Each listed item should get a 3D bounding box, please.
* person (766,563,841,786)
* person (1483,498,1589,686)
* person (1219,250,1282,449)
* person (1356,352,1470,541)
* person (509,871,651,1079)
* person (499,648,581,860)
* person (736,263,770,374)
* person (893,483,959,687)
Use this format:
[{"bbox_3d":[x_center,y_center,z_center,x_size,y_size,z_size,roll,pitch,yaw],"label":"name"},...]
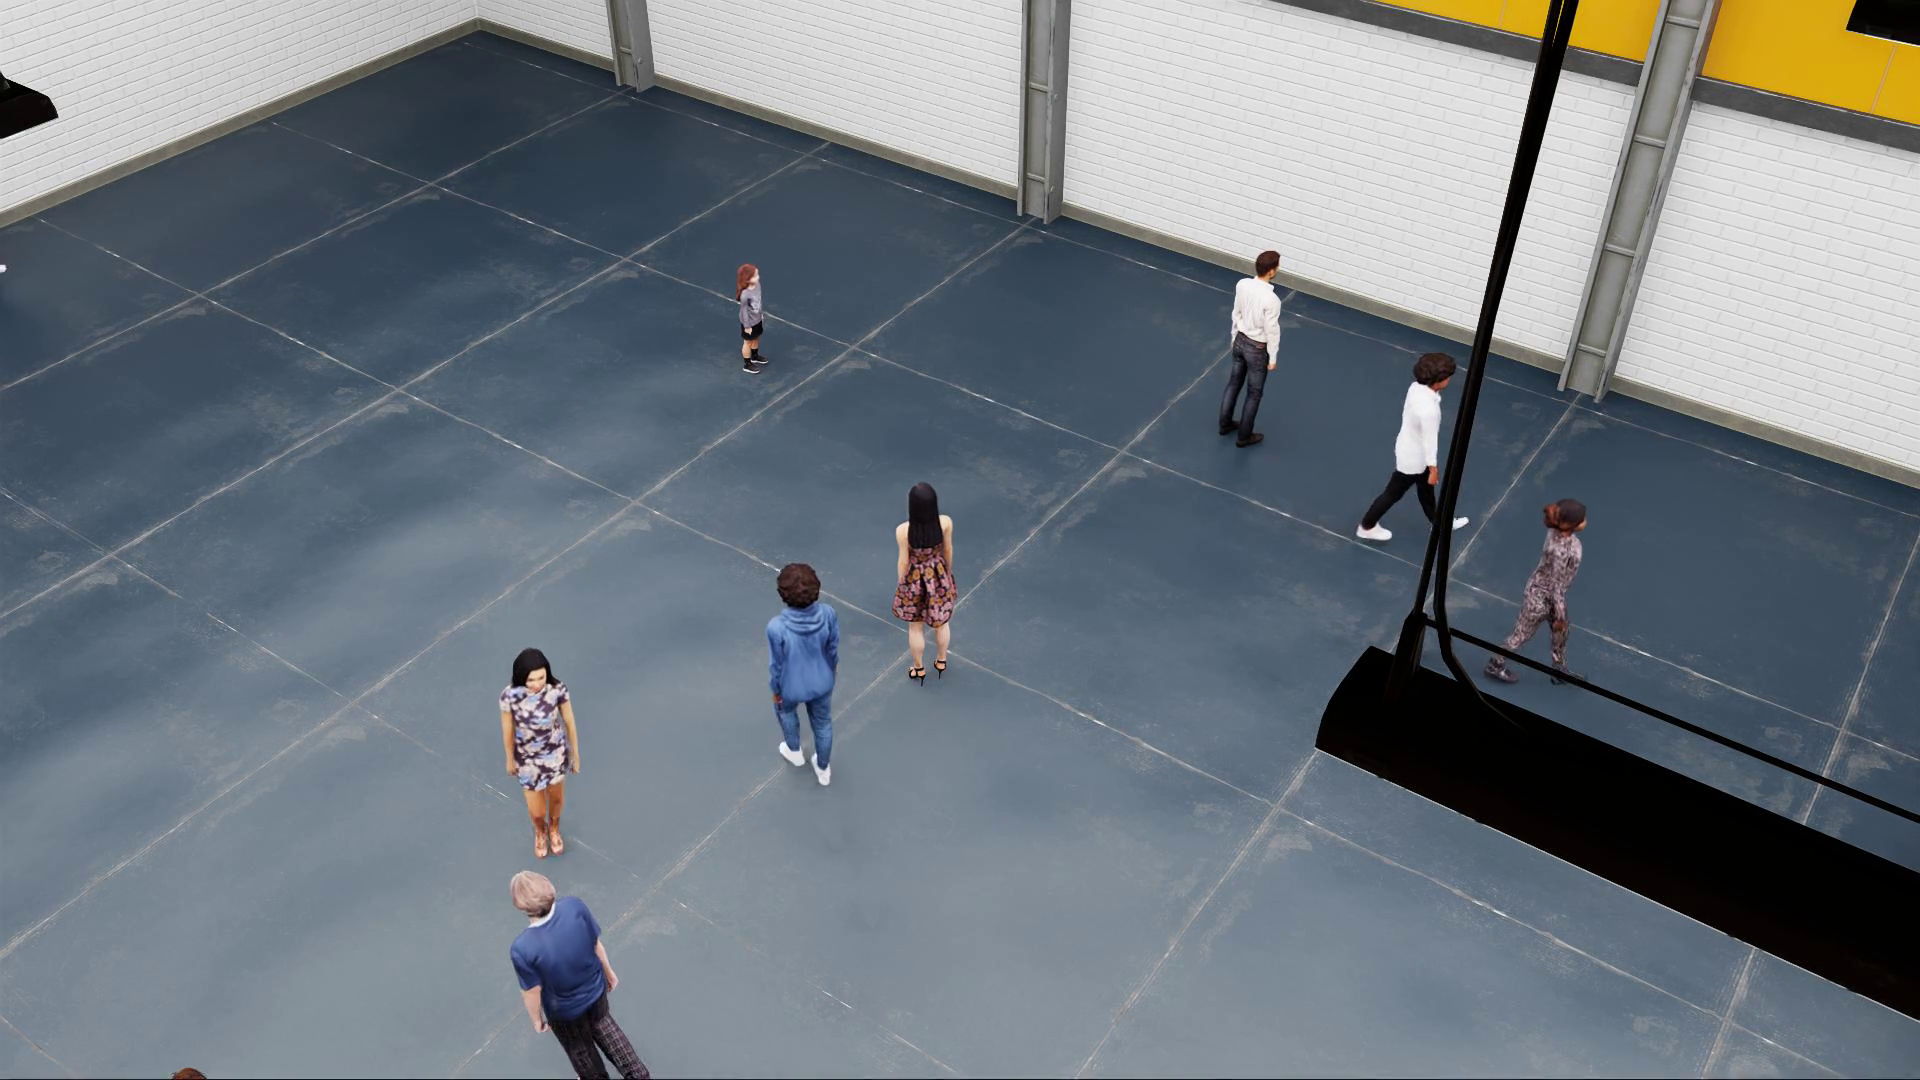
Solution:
[{"bbox_3d":[-1.007,0.958,11.023,0.842,1.795,0.886,-15,41,-18],"label":"person"},{"bbox_3d":[4.064,0.389,11.823,1.022,1.686,0.770,12,40,15],"label":"person"},{"bbox_3d":[2.484,-1.630,14.208,0.790,1.865,0.594,-26,45,-29],"label":"person"},{"bbox_3d":[3.501,-0.678,13.099,1.220,1.761,1.020,3,39,4],"label":"person"},{"bbox_3d":[-2.028,2.521,9.028,0.842,1.844,0.702,30,48,32],"label":"person"},{"bbox_3d":[-2.681,1.313,10.642,0.734,1.716,0.765,-12,40,-14],"label":"person"},{"bbox_3d":[-1.936,-2.074,15.372,0.504,1.105,0.507,13,40,16],"label":"person"},{"bbox_3d":[-0.247,0.310,11.850,0.799,1.774,0.843,-13,40,-16],"label":"person"}]
